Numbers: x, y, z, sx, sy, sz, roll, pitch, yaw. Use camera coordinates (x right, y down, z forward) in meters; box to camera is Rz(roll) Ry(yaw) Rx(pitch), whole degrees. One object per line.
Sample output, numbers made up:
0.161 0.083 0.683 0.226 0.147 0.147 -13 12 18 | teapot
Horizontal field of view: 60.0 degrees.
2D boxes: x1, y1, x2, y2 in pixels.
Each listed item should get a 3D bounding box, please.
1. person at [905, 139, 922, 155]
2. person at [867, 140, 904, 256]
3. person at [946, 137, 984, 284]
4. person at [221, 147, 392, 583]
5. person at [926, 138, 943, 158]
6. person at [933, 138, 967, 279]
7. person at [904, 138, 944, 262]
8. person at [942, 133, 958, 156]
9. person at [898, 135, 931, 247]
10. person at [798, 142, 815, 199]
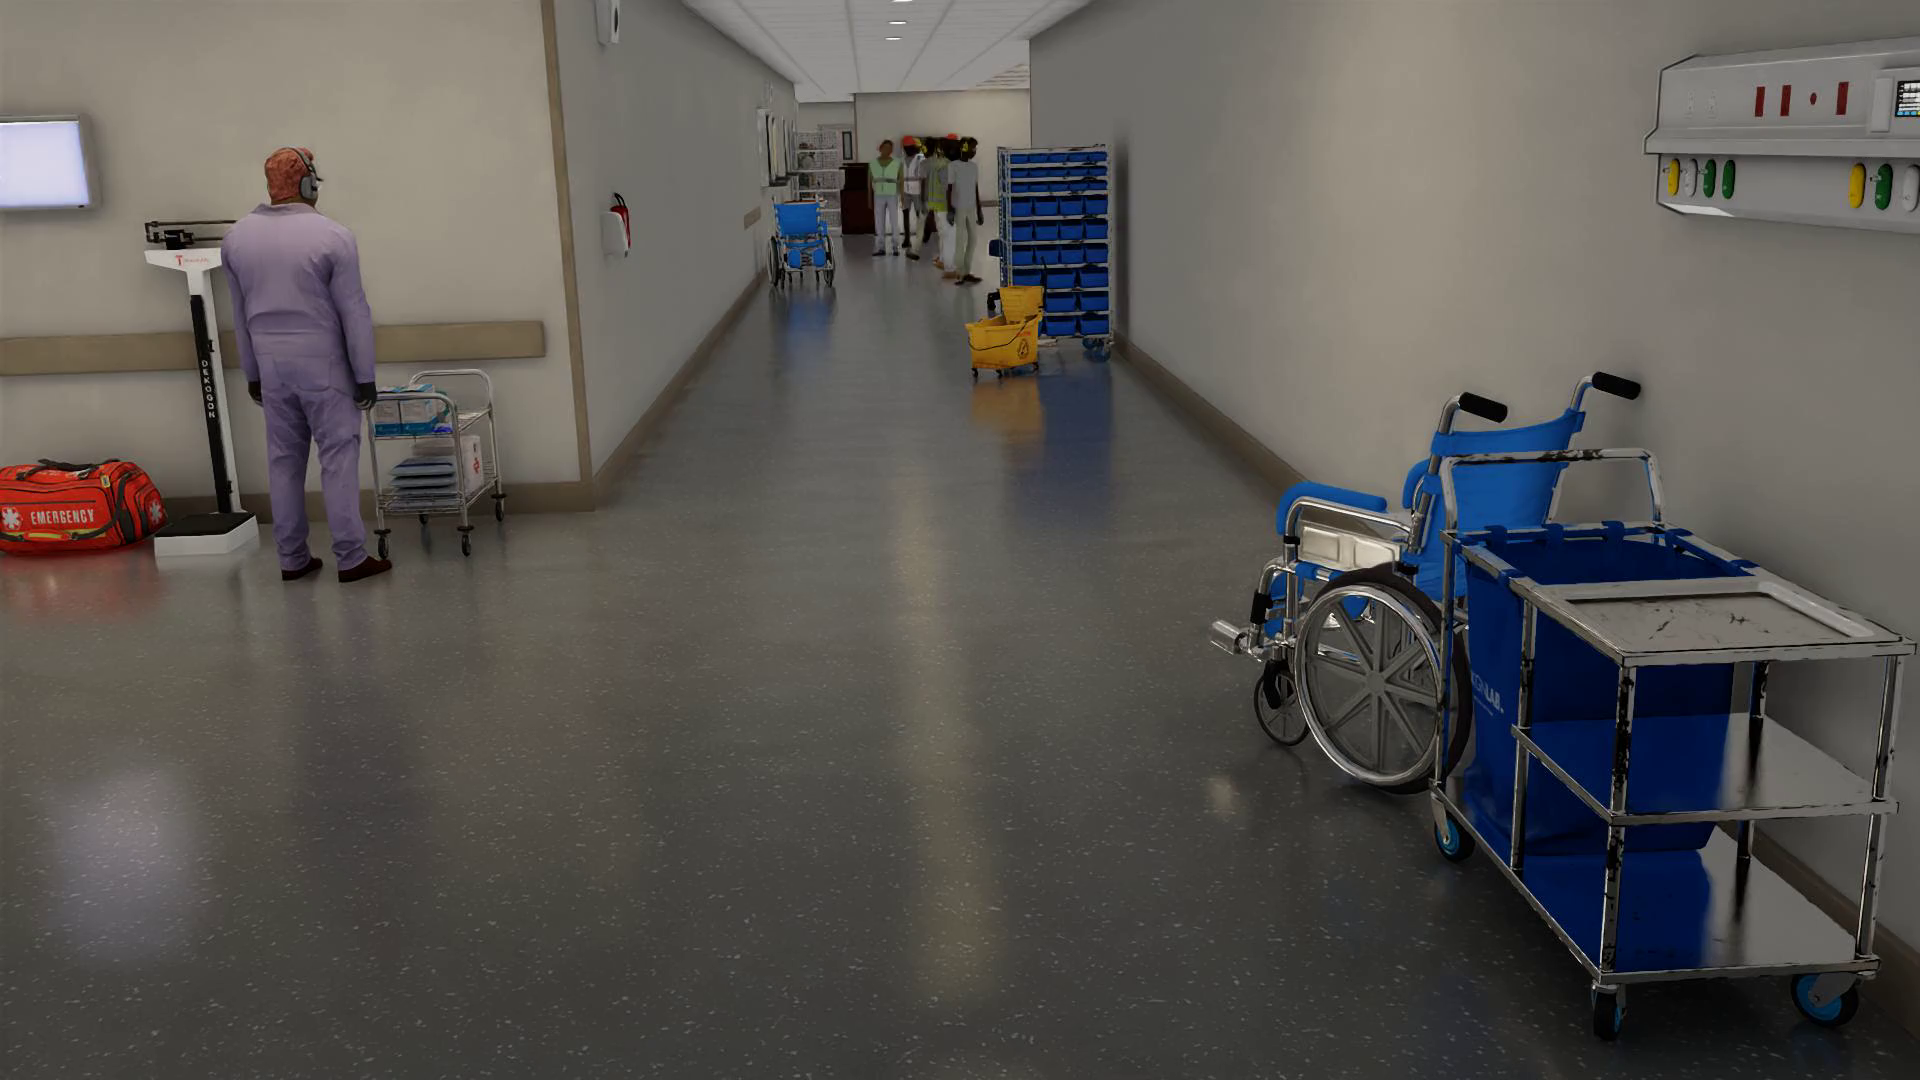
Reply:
-1.047 -8.628 39.627 0.592 1.826 0.404 -10 16 -31 | person
-1.180 -5.502 26.787 0.616 1.829 0.430 1 14 9 | person
0.028 -4.190 21.230 0.602 1.851 0.365 -13 17 -38 | person
-2.851 -0.754 7.324 0.650 1.903 0.398 1 14 12 | person
-0.597 -8.487 38.986 0.431 1.833 0.624 11 19 42 | person
-0.133 -4.380 22.032 0.430 1.828 0.641 1 14 10 | person
-0.500 -5.100 25.037 0.516 1.833 0.887 -12 17 -37 | person
-0.190 -8.555 39.001 0.385 1.928 0.547 -12 17 -38 | person
-0.788 -6.048 28.820 0.551 1.913 0.821 5 15 26 | person
-3.447 -7.876 36.835 0.583 1.824 0.417 5 15 25 | person
